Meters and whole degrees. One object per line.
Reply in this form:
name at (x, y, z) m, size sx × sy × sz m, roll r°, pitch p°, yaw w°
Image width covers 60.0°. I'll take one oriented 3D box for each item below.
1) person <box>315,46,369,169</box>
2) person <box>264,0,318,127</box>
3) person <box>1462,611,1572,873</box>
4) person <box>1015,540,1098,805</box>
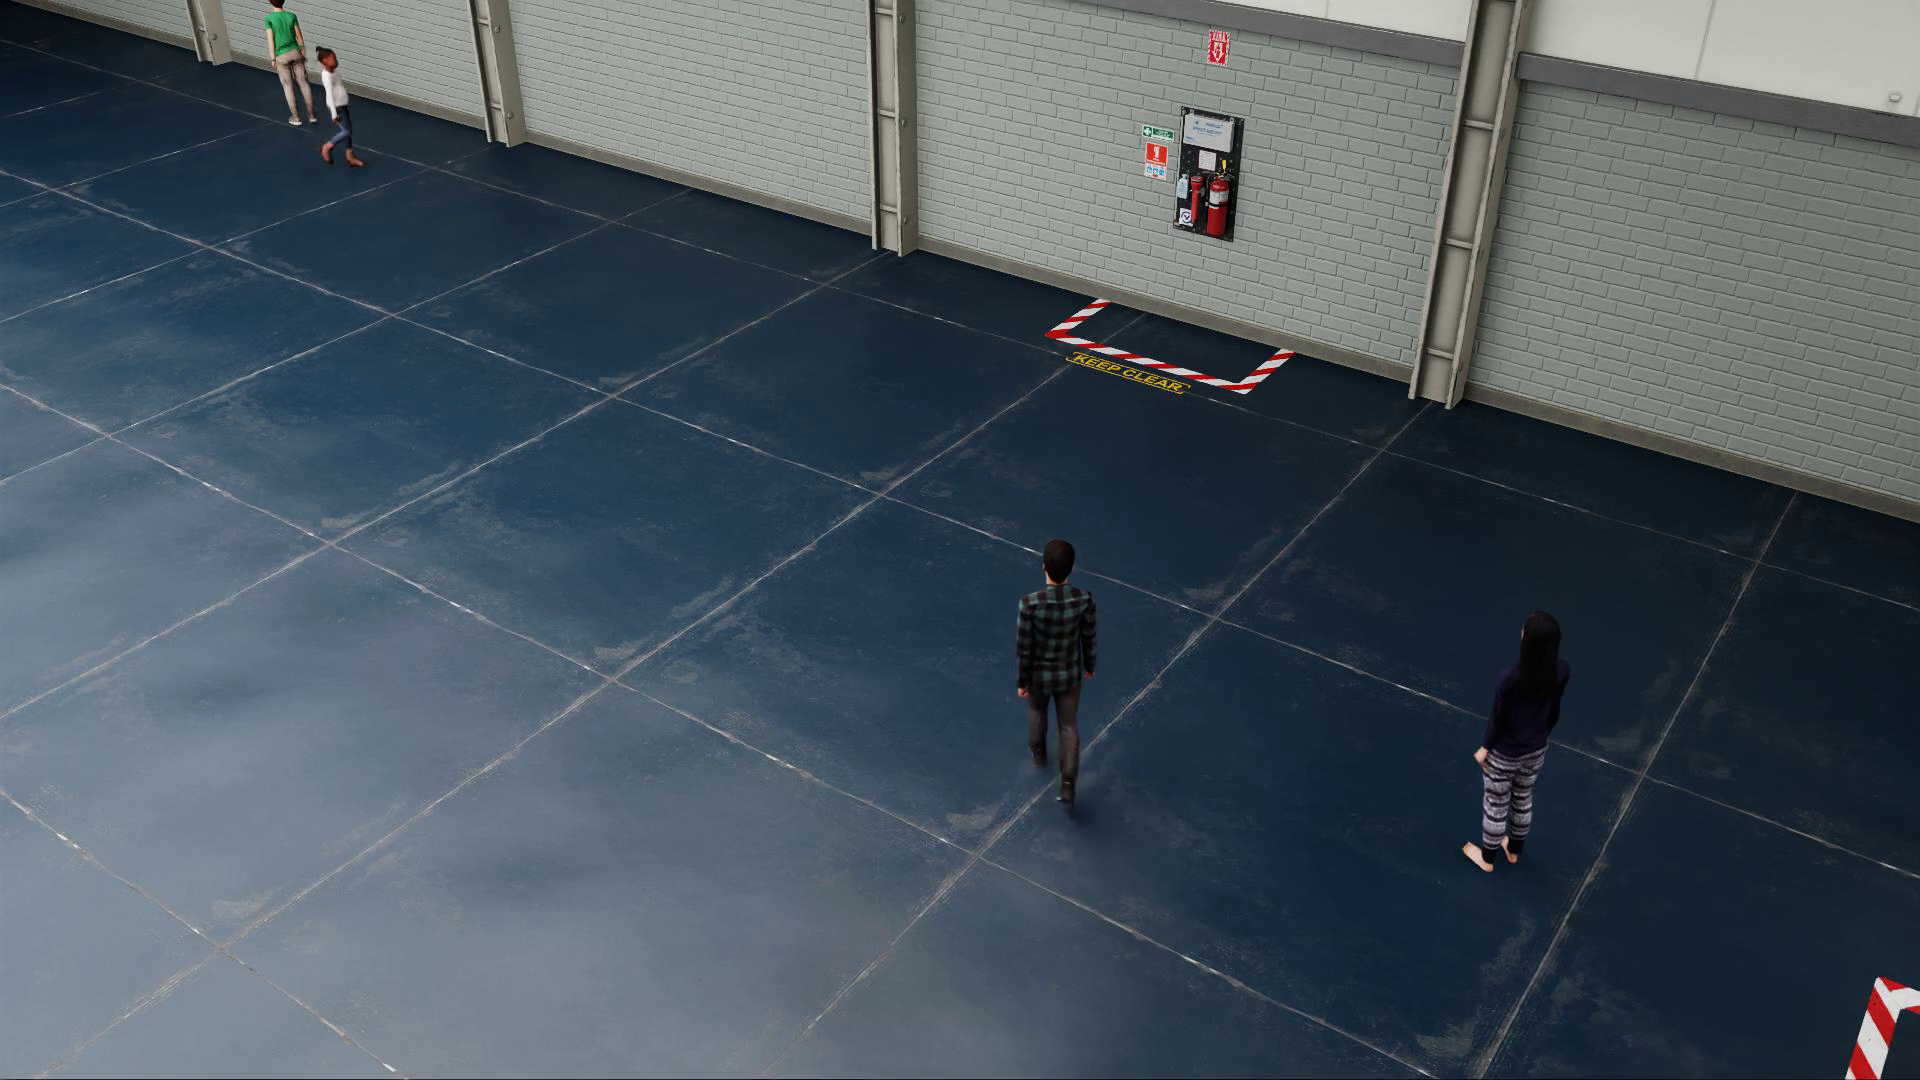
person at (-7.304, -5.031, 19.379) m, size 0.851 × 1.444 × 0.790 m, roll -5°, pitch 33°, yaw -8°
person at (-8.383, -6.036, 20.778) m, size 0.654 × 1.651 × 0.628 m, roll -21°, pitch 38°, yaw -30°
person at (3.129, 1.136, 9.331) m, size 0.681 × 1.734 × 0.715 m, roll -9°, pitch 33°, yaw -14°
person at (0.568, 0.817, 9.880) m, size 1.114 × 1.696 × 1.116 m, roll -2°, pitch 32°, yaw -3°
